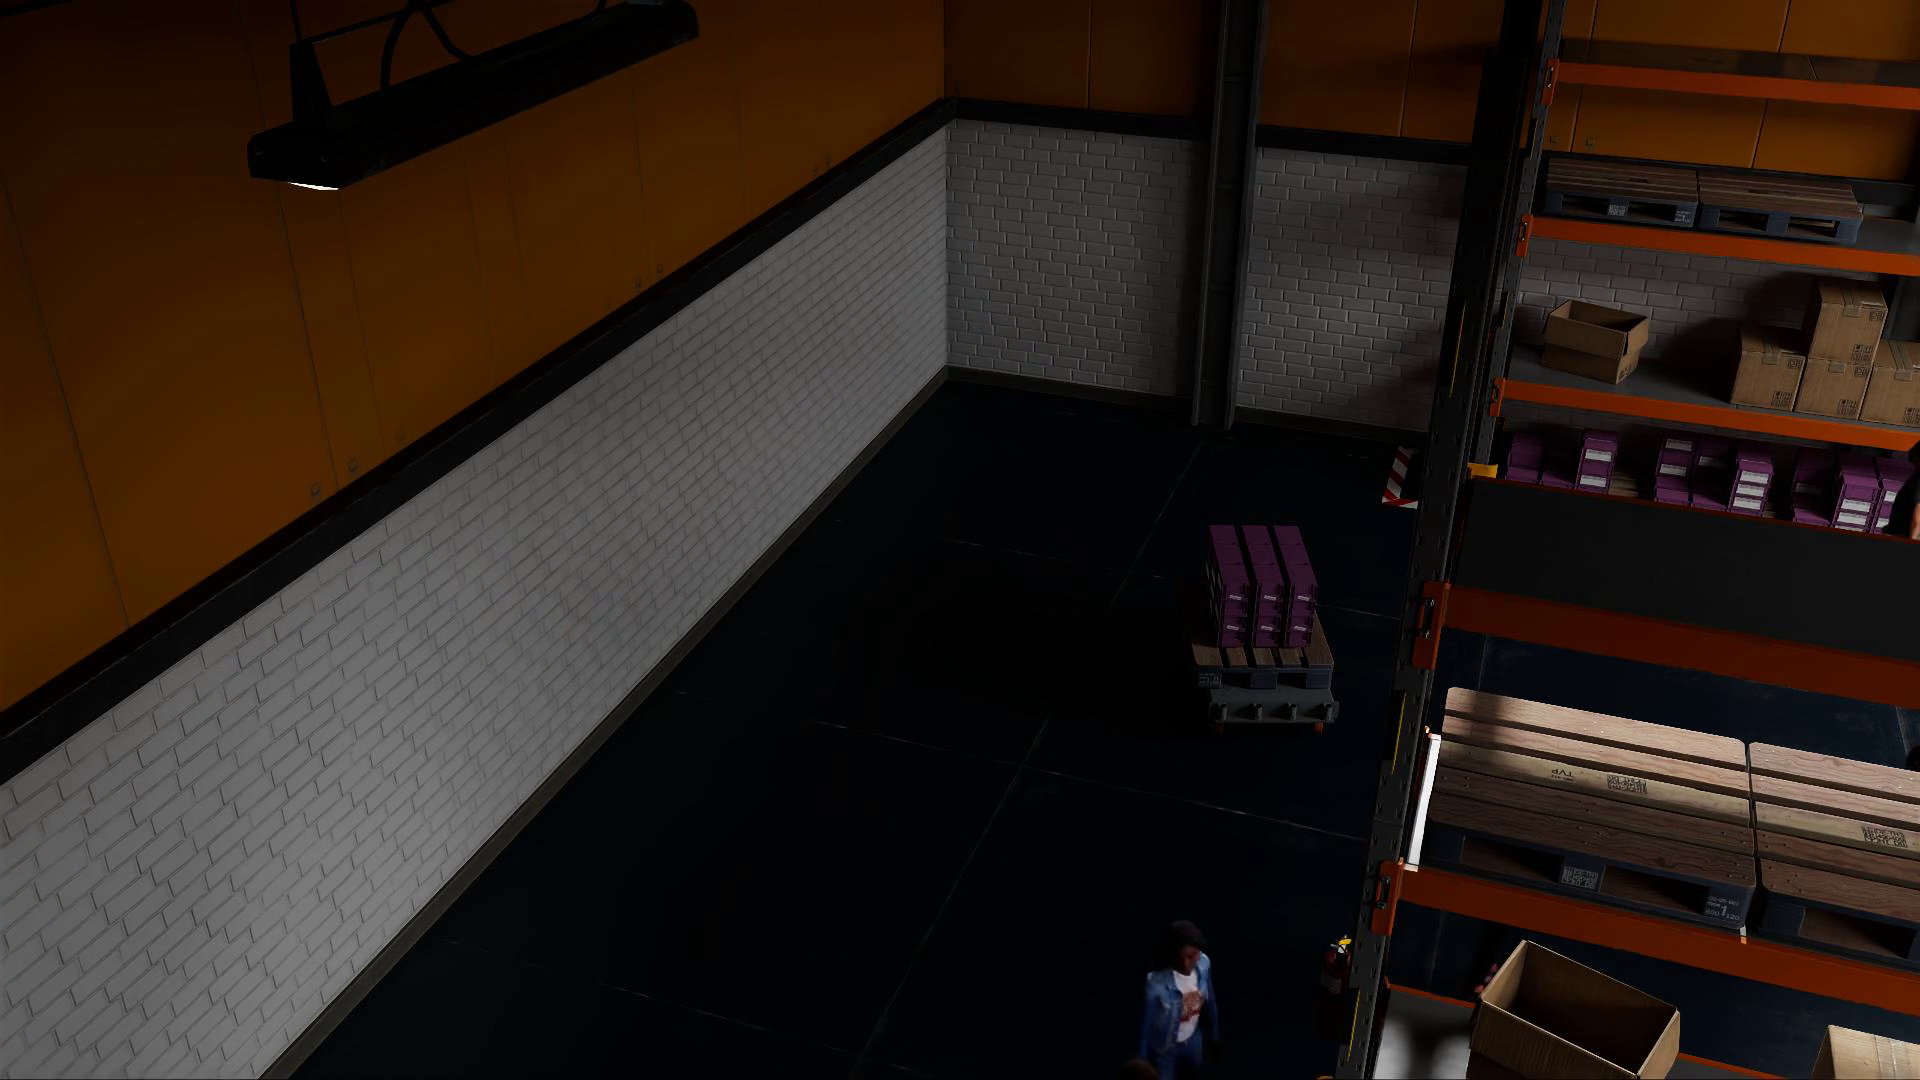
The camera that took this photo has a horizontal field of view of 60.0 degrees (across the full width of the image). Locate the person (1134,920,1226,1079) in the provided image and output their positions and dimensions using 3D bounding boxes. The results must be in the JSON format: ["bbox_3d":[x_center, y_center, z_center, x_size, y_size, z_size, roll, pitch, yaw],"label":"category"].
[{"bbox_3d":[1.007,2.564,8.440,0.854,1.706,0.818,24,37,37],"label":"person"}]
